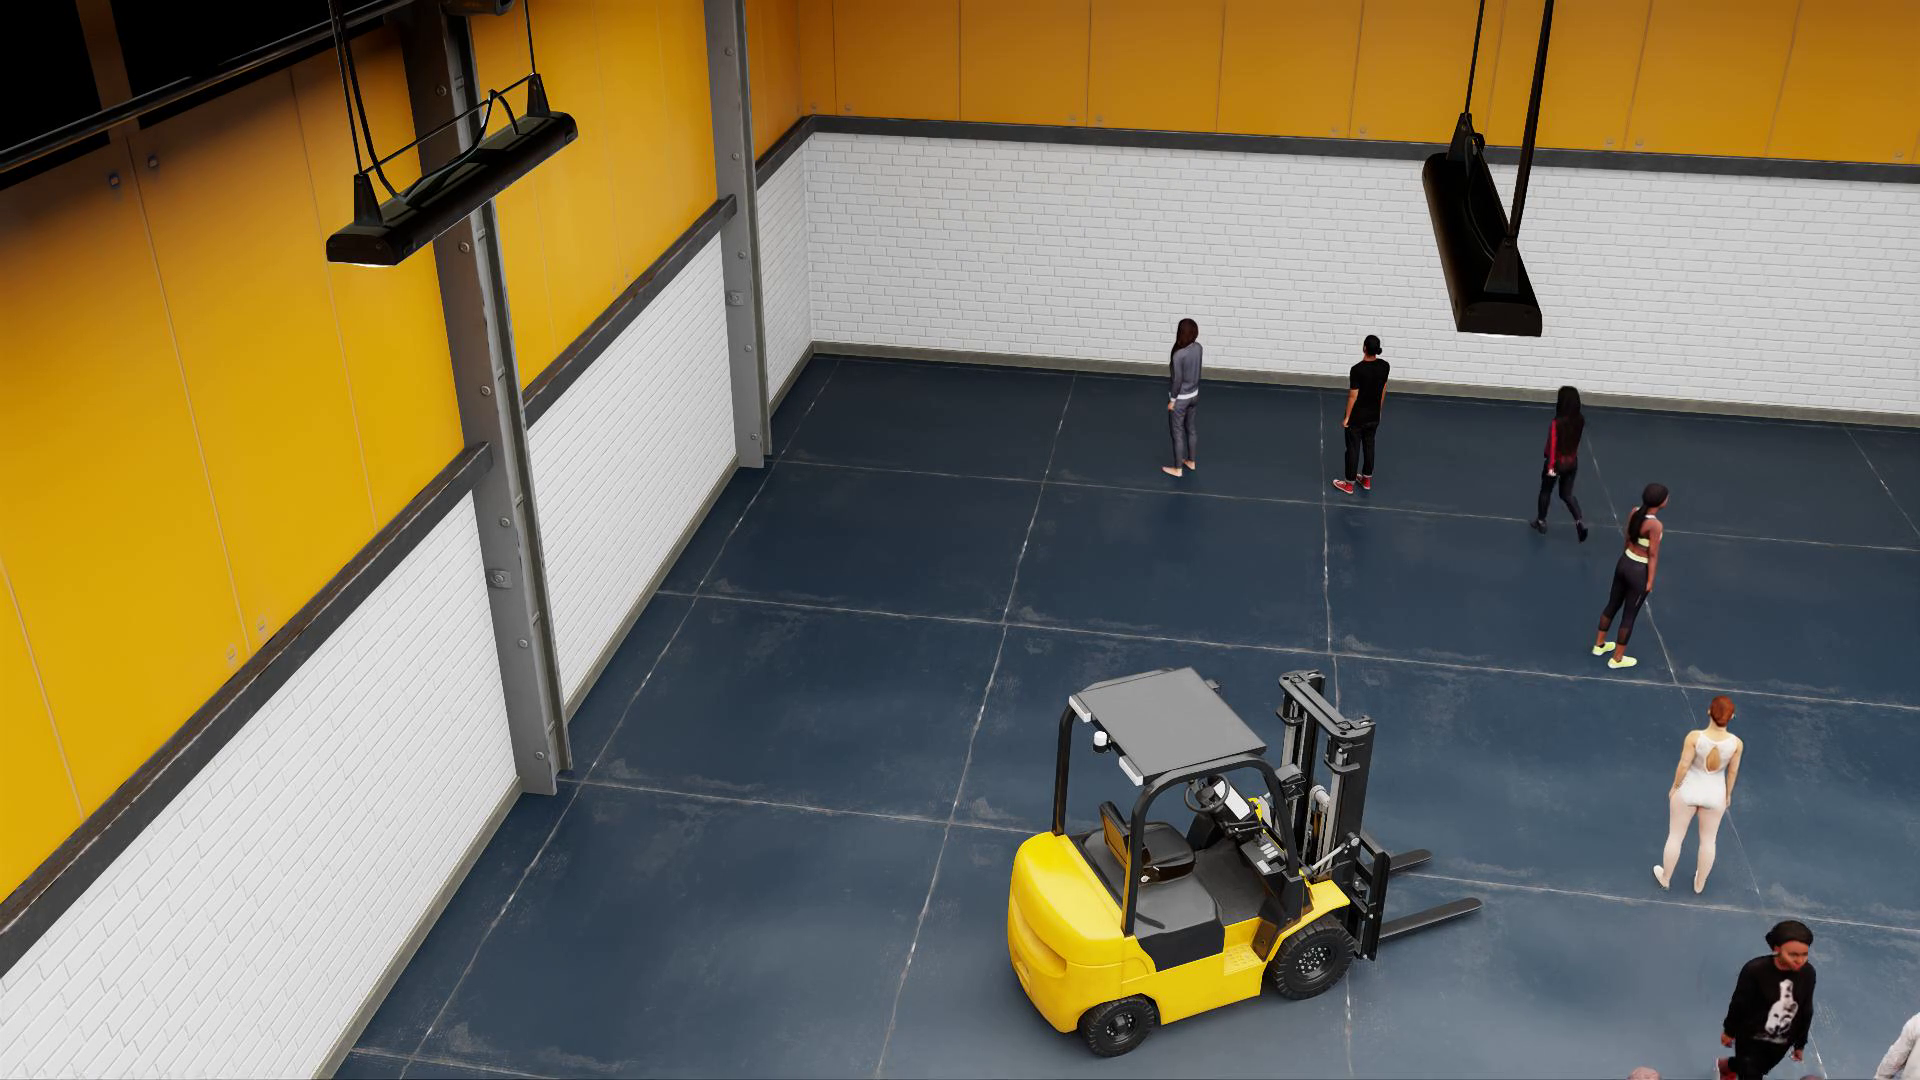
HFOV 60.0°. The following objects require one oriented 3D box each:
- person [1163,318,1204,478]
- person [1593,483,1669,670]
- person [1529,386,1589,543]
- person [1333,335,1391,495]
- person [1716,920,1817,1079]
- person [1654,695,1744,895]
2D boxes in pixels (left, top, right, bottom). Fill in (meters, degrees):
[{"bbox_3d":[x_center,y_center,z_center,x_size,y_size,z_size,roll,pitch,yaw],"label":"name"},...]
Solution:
[{"bbox_3d":[2.425,-1.553,17.957,0.650,1.768,0.745,-25,37,-38],"label":"person"},{"bbox_3d":[5.893,0.299,14.582,0.704,1.749,0.609,-9,30,-15],"label":"person"},{"bbox_3d":[6.059,-0.714,16.563,0.879,1.630,1.044,-11,31,-20],"label":"person"},{"bbox_3d":[4.262,-1.339,17.576,0.725,1.758,0.752,-12,31,-21],"label":"person"},{"bbox_3d":[4.772,2.897,9.927,0.704,1.645,1.105,0,29,1],"label":"person"},{"bbox_3d":[5.303,1.823,11.897,0.562,1.645,0.480,6,29,11],"label":"person"}]
